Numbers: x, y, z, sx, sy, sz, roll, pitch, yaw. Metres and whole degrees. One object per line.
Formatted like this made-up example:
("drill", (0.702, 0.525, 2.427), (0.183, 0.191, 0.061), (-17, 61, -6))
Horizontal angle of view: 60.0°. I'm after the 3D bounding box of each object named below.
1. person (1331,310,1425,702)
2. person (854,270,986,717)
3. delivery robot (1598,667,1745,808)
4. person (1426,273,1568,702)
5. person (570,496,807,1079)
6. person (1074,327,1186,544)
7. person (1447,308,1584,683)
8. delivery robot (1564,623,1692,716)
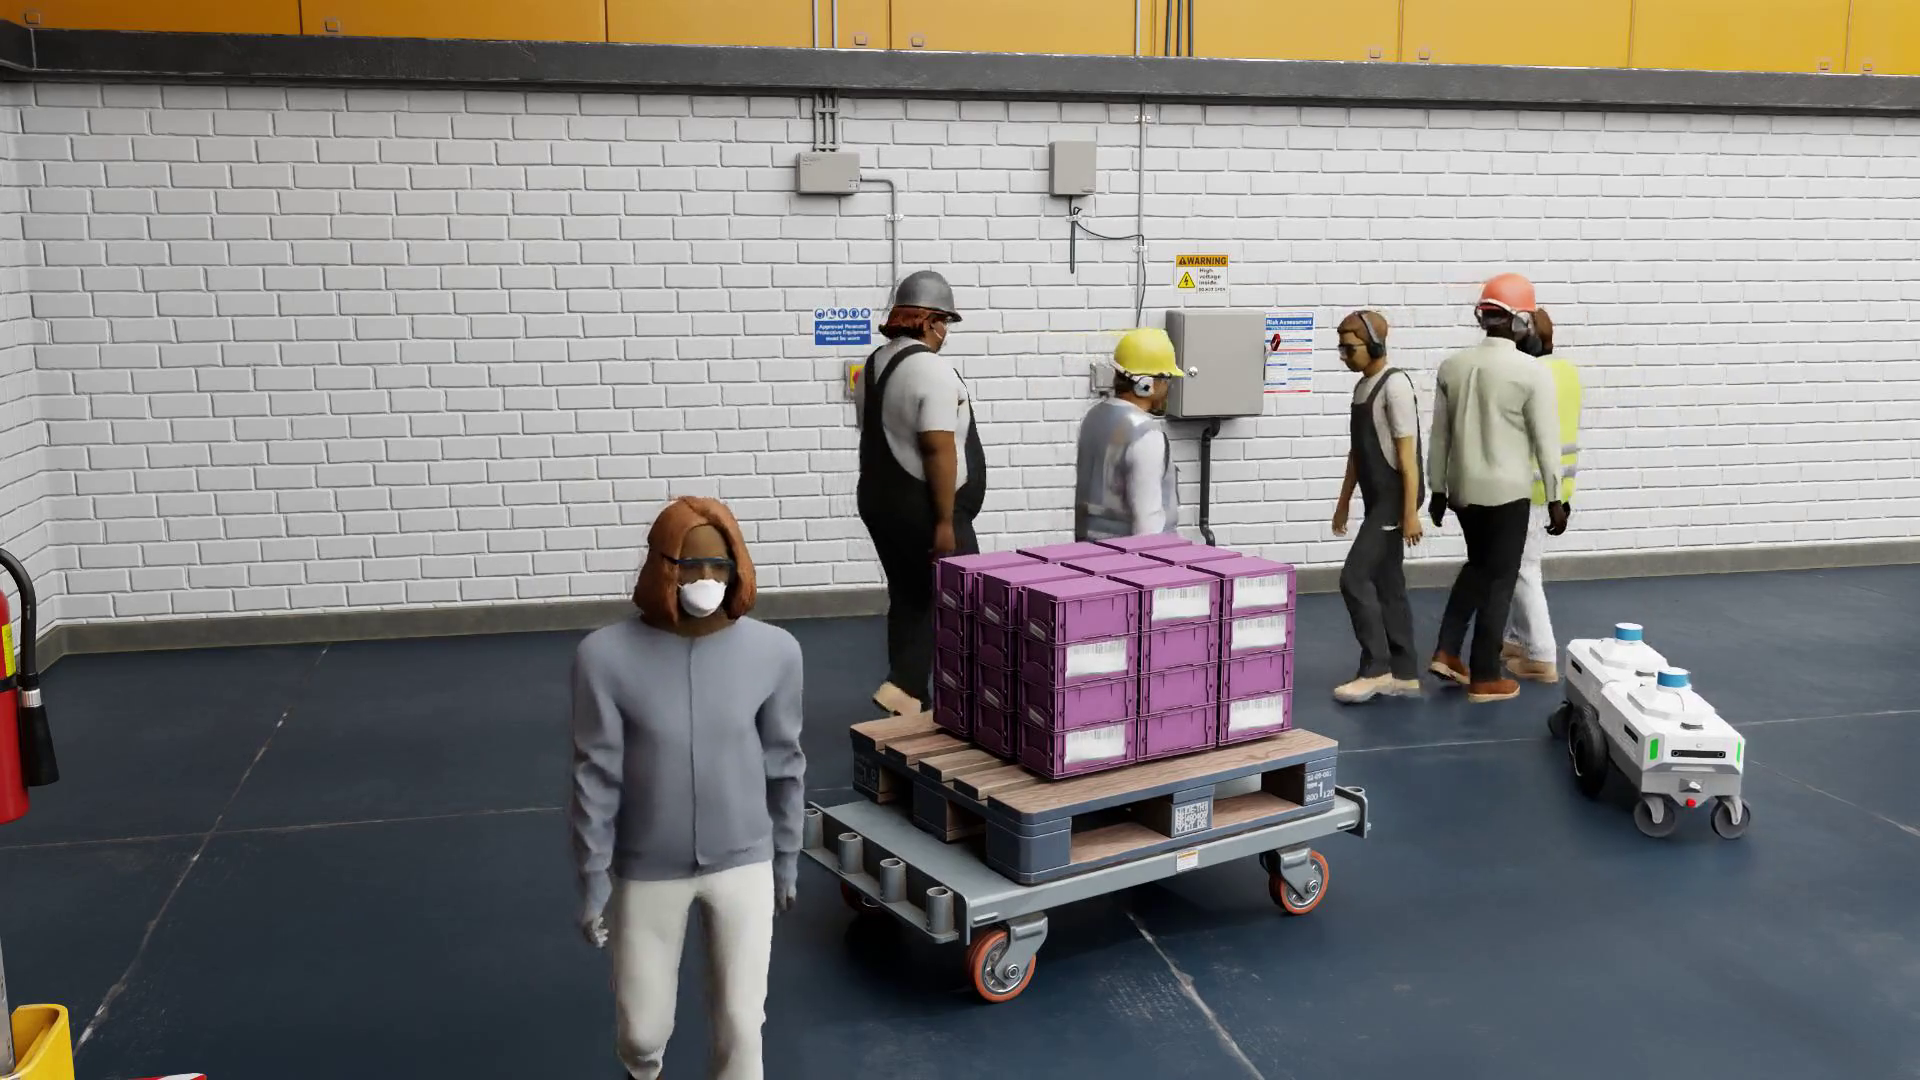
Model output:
("person", (1.898, -0.149, 7.677), (0.583, 1.811, 0.546), (0, 10, -2))
("person", (-0.165, -0.153, 7.081), (0.566, 2.000, 0.716), (-6, 12, -32))
("delivery robot", (2.613, 0.713, 6.137), (0.477, 0.478, 0.707), (1, 10, 7))
("person", (2.464, -0.227, 7.648), (0.421, 1.977, 0.633), (-6, 12, -30))
("person", (-0.578, 0.690, 3.571), (0.506, 1.617, 0.610), (-3, 11, -17))
("person", (0.548, 0.078, 6.489), (0.666, 1.807, 0.592), (-4, 11, -20))
("person", (2.743, -0.219, 8.117), (0.520, 1.814, 0.650), (9, 14, 41))
("delivery robot", (2.737, 0.586, 6.842), (0.477, 0.478, 0.707), (1, 10, 7))
